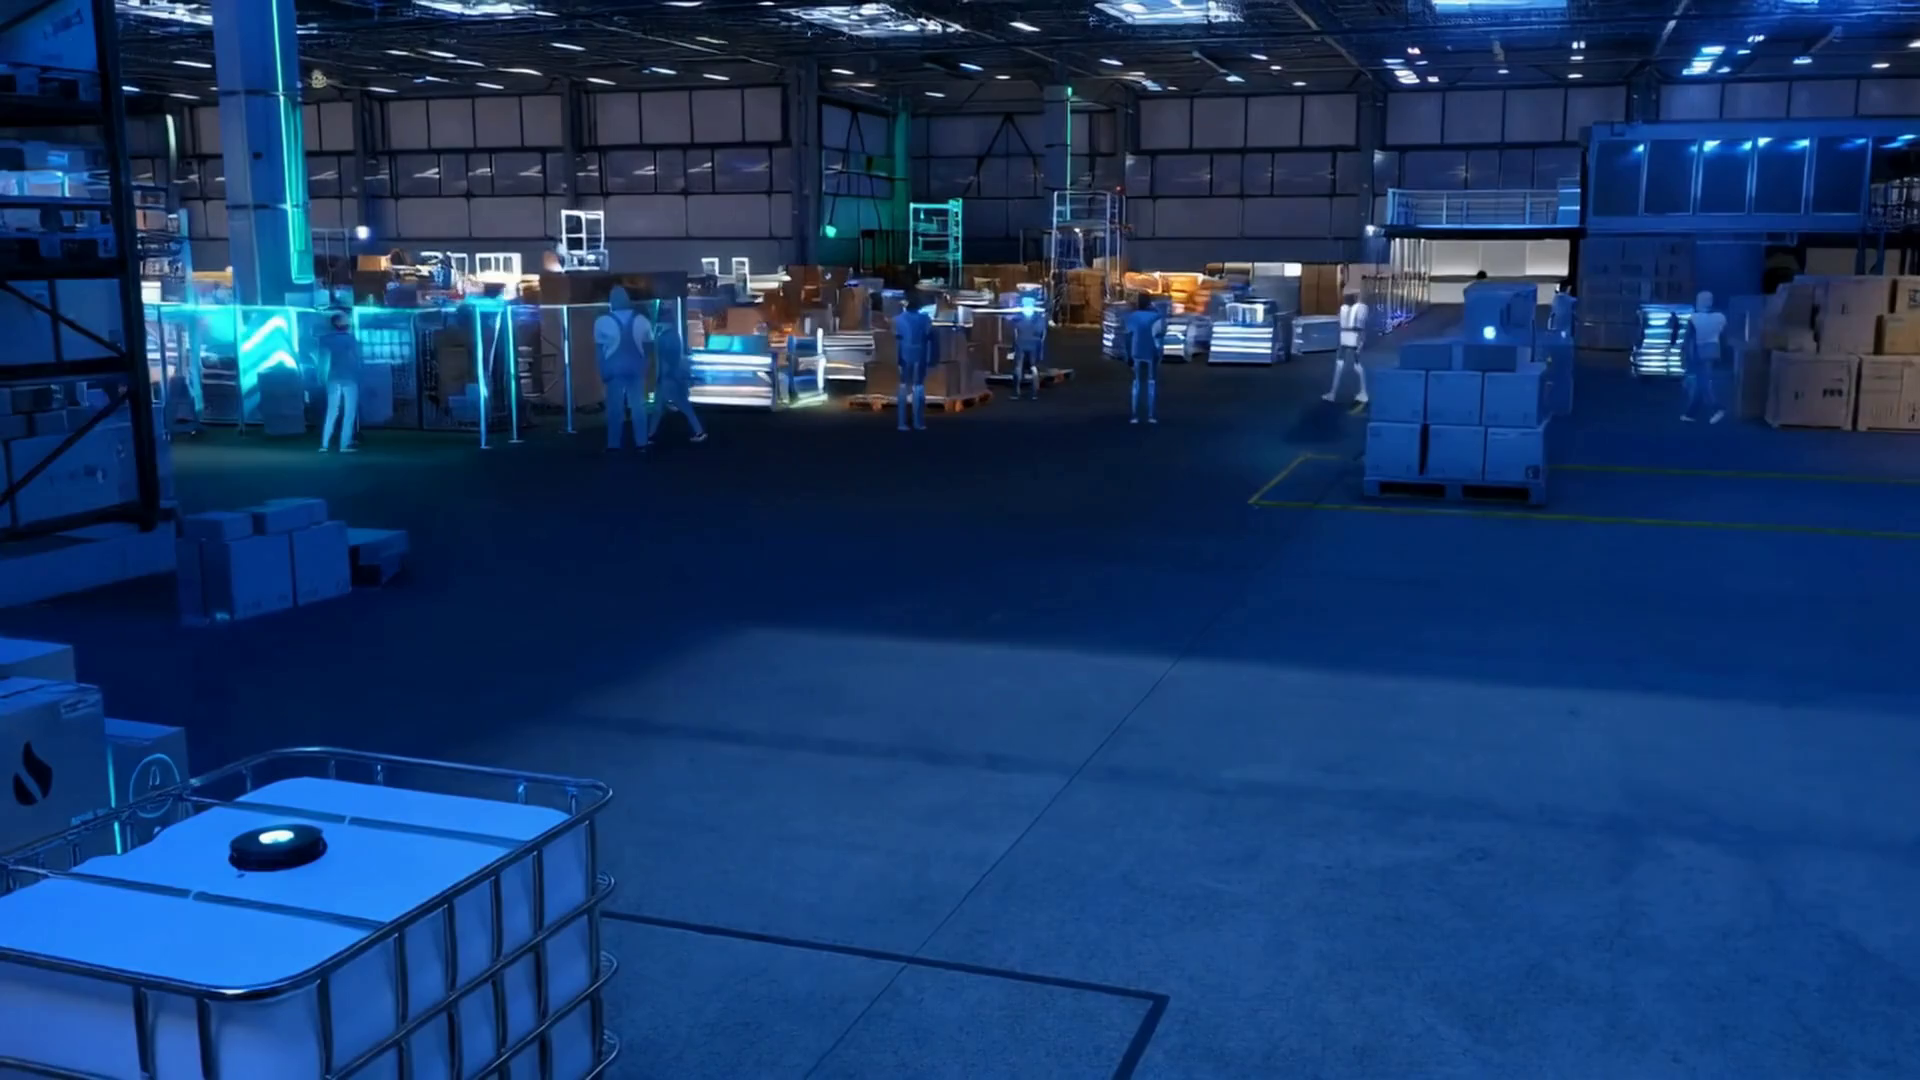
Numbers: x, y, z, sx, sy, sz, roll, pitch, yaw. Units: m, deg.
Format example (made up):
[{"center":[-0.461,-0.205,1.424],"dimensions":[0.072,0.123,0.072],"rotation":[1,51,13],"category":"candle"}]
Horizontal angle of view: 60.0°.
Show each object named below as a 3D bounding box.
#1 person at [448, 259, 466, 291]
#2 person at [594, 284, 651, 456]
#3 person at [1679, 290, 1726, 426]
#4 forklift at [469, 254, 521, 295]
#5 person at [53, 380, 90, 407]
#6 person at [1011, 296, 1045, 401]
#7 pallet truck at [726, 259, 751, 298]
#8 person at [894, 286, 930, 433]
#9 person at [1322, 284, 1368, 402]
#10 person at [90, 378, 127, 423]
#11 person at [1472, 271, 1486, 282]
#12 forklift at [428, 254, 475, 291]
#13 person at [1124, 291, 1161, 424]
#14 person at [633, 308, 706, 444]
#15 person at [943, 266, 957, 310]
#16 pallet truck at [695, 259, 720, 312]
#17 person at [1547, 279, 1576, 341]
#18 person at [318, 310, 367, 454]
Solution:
[{"center":[-16.579,-8.225,54.799],"dimensions":[0.602,2.035,0.406],"rotation":[1,10,5],"category":"person"},{"center":[-4.050,-2.028,19.857],"dimensions":[0.681,2.000,0.536],"rotation":[-5,11,-28],"category":"person"},{"center":[10.454,-2.552,23.288],"dimensions":[0.606,1.882,0.931],"rotation":[-3,11,-17],"category":"person"},{"center":[-17.990,-10.121,64.684],"dimensions":[1.157,1.987,2.680],"rotation":[3,11,17],"category":"forklift"},{"center":[-10.715,-2.026,19.971],"dimensions":[0.395,1.993,0.616],"rotation":[0,10,-1],"category":"person"},{"center":[1.092,-3.074,26.743],"dimensions":[0.537,1.693,0.320],"rotation":[1,10,7],"category":"person"},{"center":[-7.986,-9.493,62.019],"dimensions":[0.823,1.965,1.885],"rotation":[3,11,17],"category":"pallet truck"},{"center":[-0.616,-2.403,22.221],"dimensions":[0.598,1.958,0.385],"rotation":[-10,14,-43],"category":"person"},{"center":[6.224,-3.140,26.573],"dimensions":[0.989,1.891,0.563],"rotation":[-8,13,-39],"category":"person"},{"center":[-10.414,-1.939,20.597],"dimensions":[0.821,1.583,0.559],"rotation":[3,11,18],"category":"person"},{"center":[11.585,-5.034,37.122],"dimensions":[0.399,1.928,0.542],"rotation":[4,11,24],"category":"person"},{"center":[-20.133,-10.254,65.465],"dimensions":[1.157,1.987,2.680],"rotation":[3,11,19],"category":"forklift"},{"center":[2.557,-2.545,23.273],"dimensions":[0.515,1.864,0.336],"rotation":[3,10,16],"category":"person"},{"center":[-3.653,-2.066,20.982],"dimensions":[0.924,1.720,0.537],"rotation":[-6,12,-32],"category":"person"},{"center":[-0.381,-9.846,64.255],"dimensions":[0.410,1.913,0.643],"rotation":[-9,13,-41],"category":"person"},{"center":[-9.165,-9.627,62.776],"dimensions":[0.823,1.965,1.885],"rotation":[4,11,23],"category":"pallet truck"},{"center":[11.210,-3.922,31.040],"dimensions":[0.506,1.860,0.320],"rotation":[1,10,6],"category":"person"},{"center":[-7.459,-1.885,19.973],"dimensions":[0.670,1.728,0.339],"rotation":[3,10,14],"category":"person"}]
